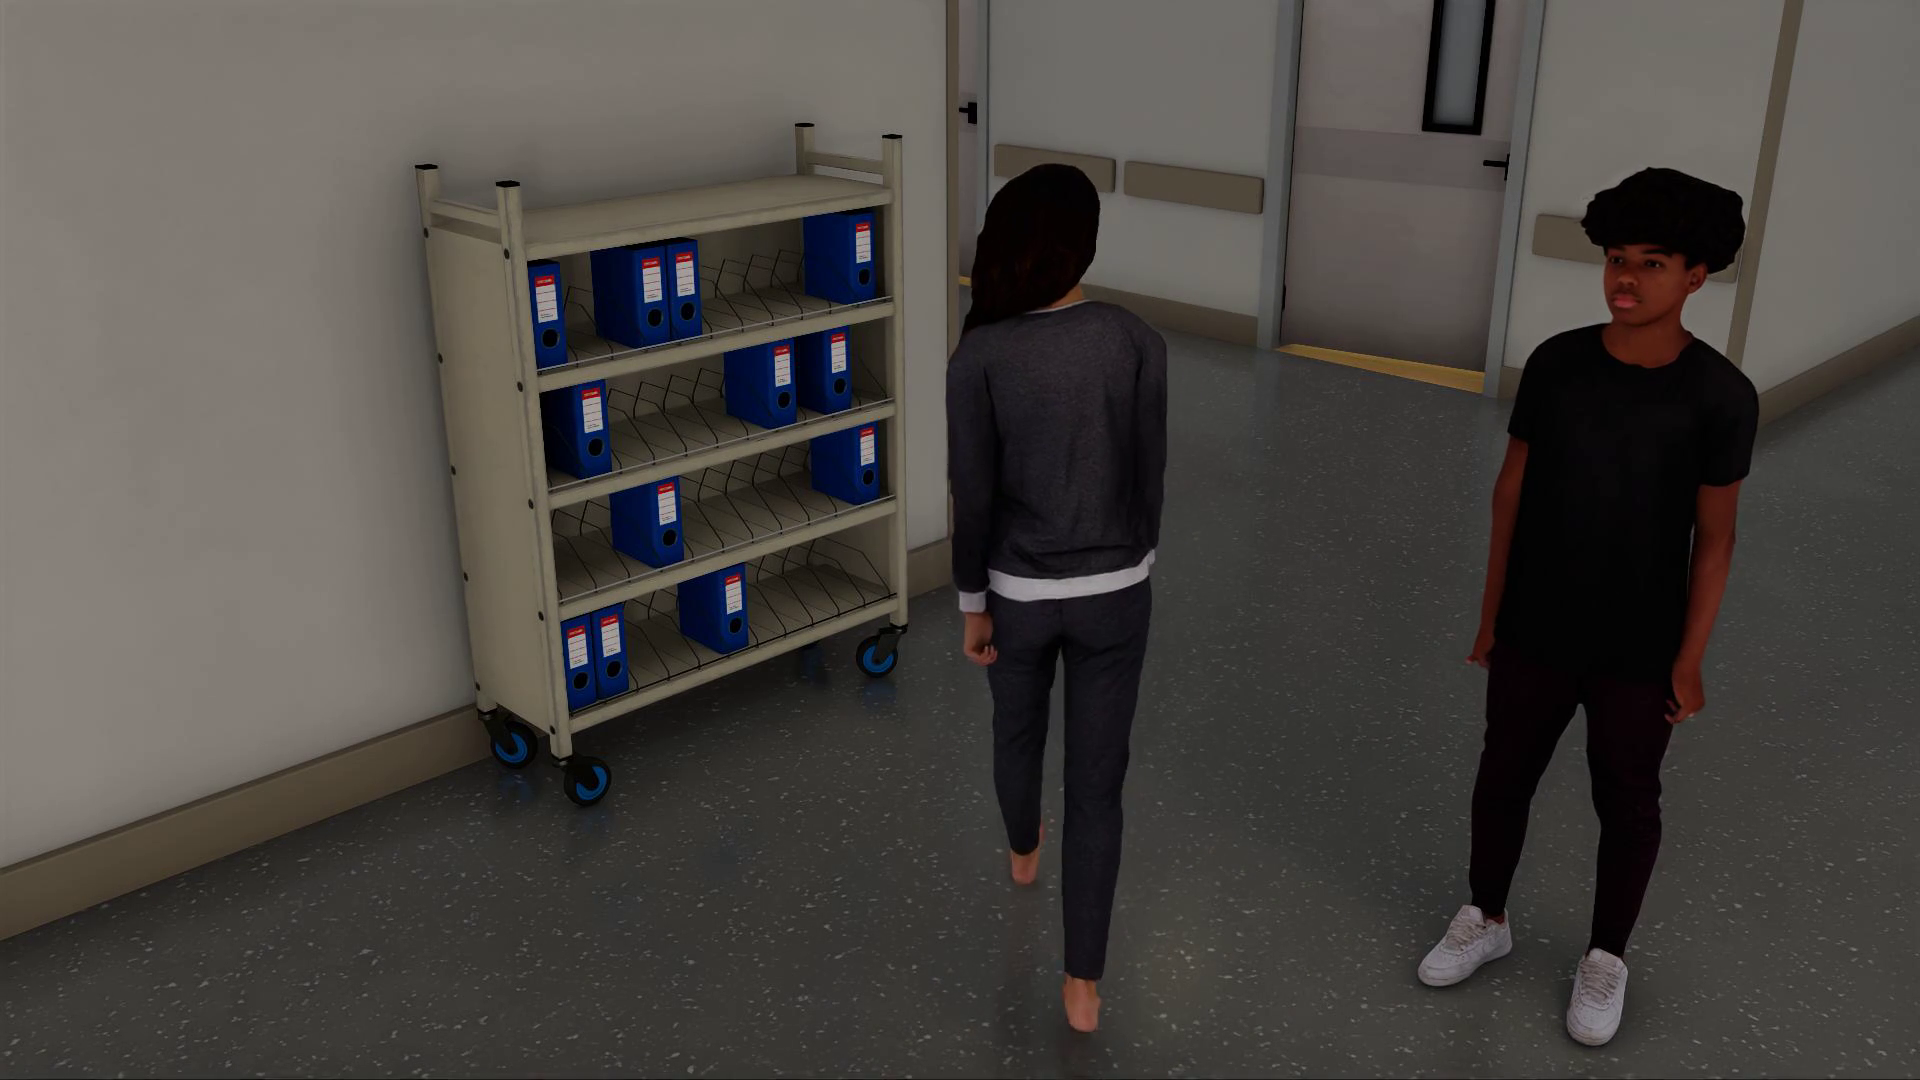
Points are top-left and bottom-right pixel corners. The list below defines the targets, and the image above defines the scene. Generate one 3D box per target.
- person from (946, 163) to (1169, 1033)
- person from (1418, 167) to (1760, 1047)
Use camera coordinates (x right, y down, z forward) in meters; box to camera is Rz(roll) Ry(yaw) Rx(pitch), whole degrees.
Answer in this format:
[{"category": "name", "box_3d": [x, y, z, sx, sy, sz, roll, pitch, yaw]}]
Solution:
[{"category": "person", "box_3d": [0.227, 0.157, 3.397, 1.093, 1.727, 1.175, 0, 21, 1]}, {"category": "person", "box_3d": [1.286, 0.142, 3.358, 0.645, 1.784, 0.599, 16, 26, 36]}]
